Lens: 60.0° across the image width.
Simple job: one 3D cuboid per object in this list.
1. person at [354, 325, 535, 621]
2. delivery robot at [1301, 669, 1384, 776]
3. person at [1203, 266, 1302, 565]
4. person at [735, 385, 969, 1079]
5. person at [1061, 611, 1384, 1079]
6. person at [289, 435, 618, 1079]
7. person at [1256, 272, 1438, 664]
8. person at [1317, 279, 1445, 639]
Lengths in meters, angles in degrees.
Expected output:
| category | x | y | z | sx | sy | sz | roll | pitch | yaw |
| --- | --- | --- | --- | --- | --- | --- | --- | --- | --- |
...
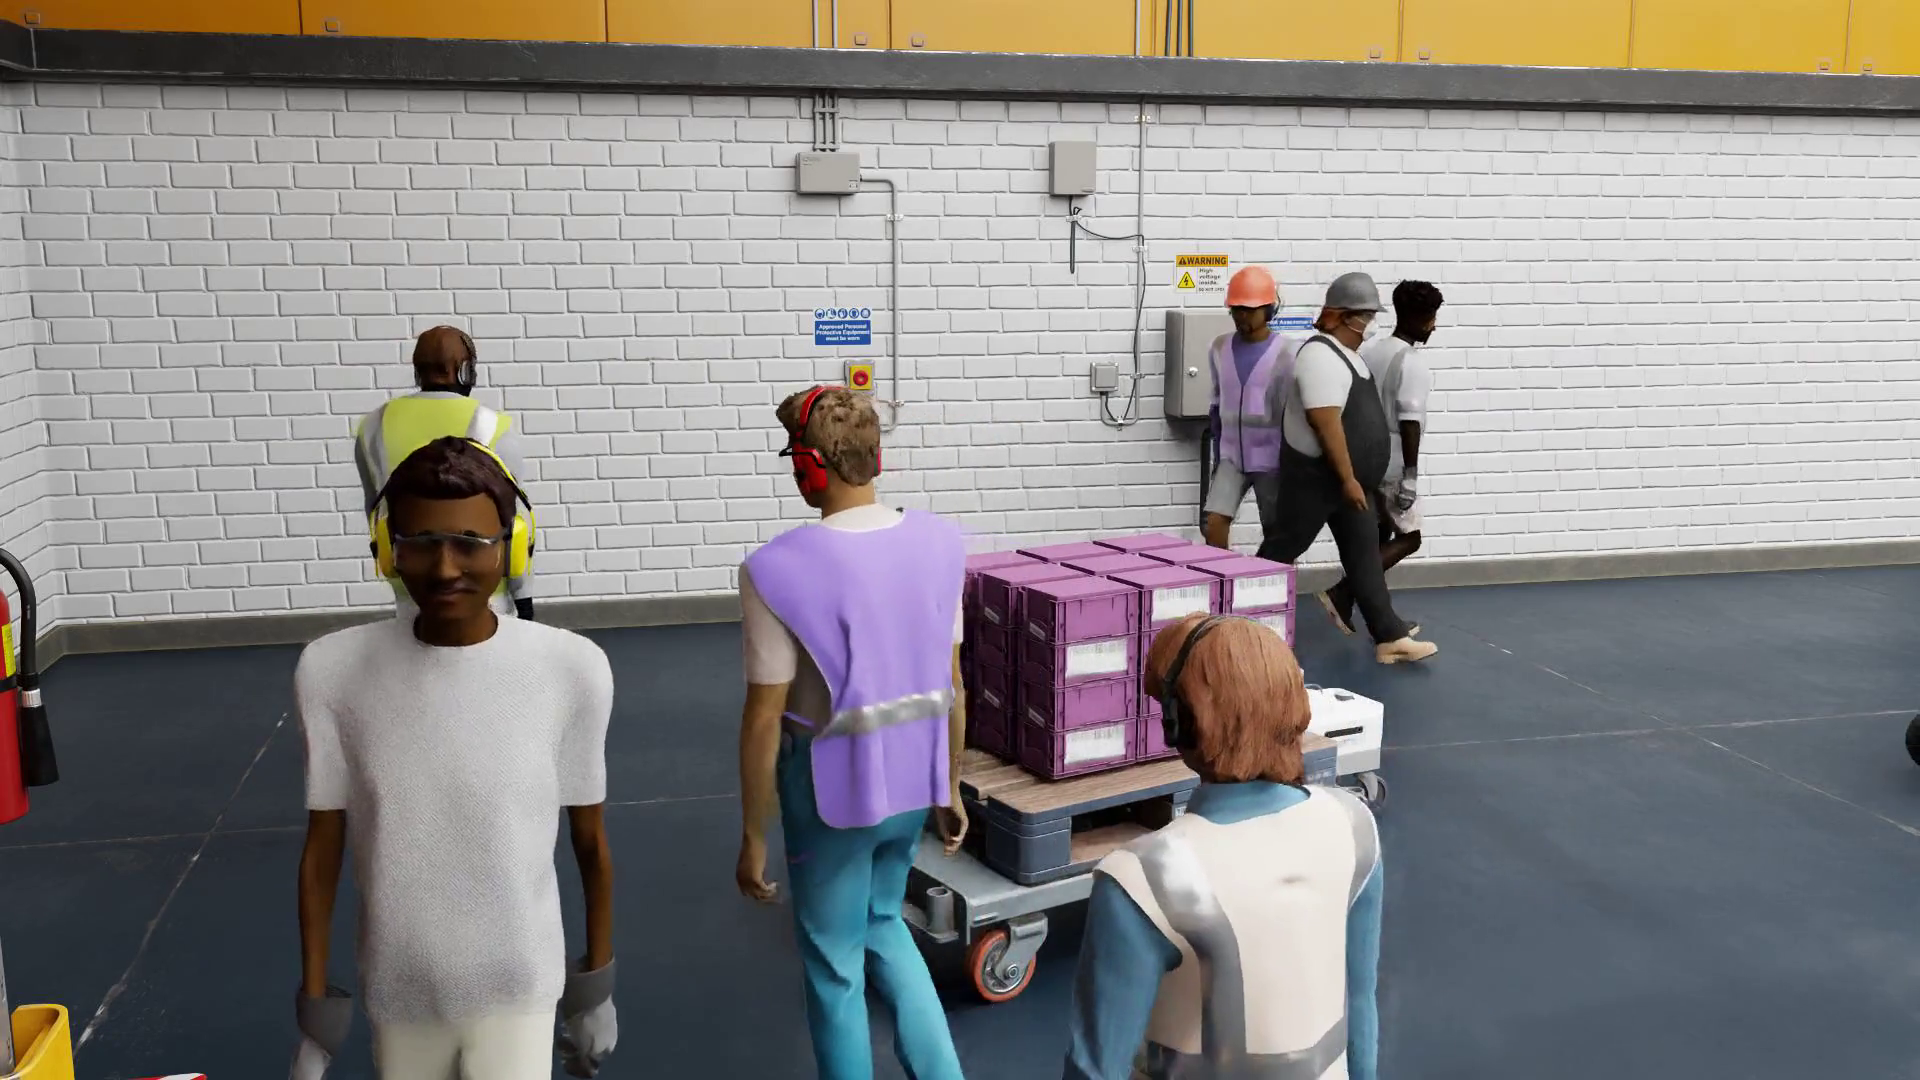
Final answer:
| category | x | y | z | sx | sy | sz | roll | pitch | yaw |
| --- | --- | --- | --- | --- | --- | --- | --- | --- | --- |
| person | -1.810 | 0.153 | 5.964 | 0.652 | 1.832 | 0.469 | 1 | 10 | 7 |
| delivery robot | 1.212 | 0.712 | 6.143 | 0.707 | 0.478 | 0.477 | -5 | 11 | -27 |
| person | 1.497 | -0.403 | 8.591 | 0.627 | 1.989 | 0.871 | 8 | 13 | 39 |
| person | -0.225 | 0.578 | 3.633 | 0.566 | 1.826 | 0.442 | -9 | 14 | -41 |
| person | 0.361 | 0.905 | 2.371 | 0.527 | 1.621 | 0.410 | -8 | 13 | -36 |
| person | -0.817 | 0.727 | 2.762 | 0.511 | 1.844 | 0.880 | -1 | 10 | -5 |
| person | 1.857 | -0.385 | 8.362 | 1.056 | 2.000 | 0.691 | 7 | 12 | 32 |
| person | 2.194 | -0.396 | 8.707 | 0.601 | 1.937 | 0.641 | -3 | 11 | -18 |
